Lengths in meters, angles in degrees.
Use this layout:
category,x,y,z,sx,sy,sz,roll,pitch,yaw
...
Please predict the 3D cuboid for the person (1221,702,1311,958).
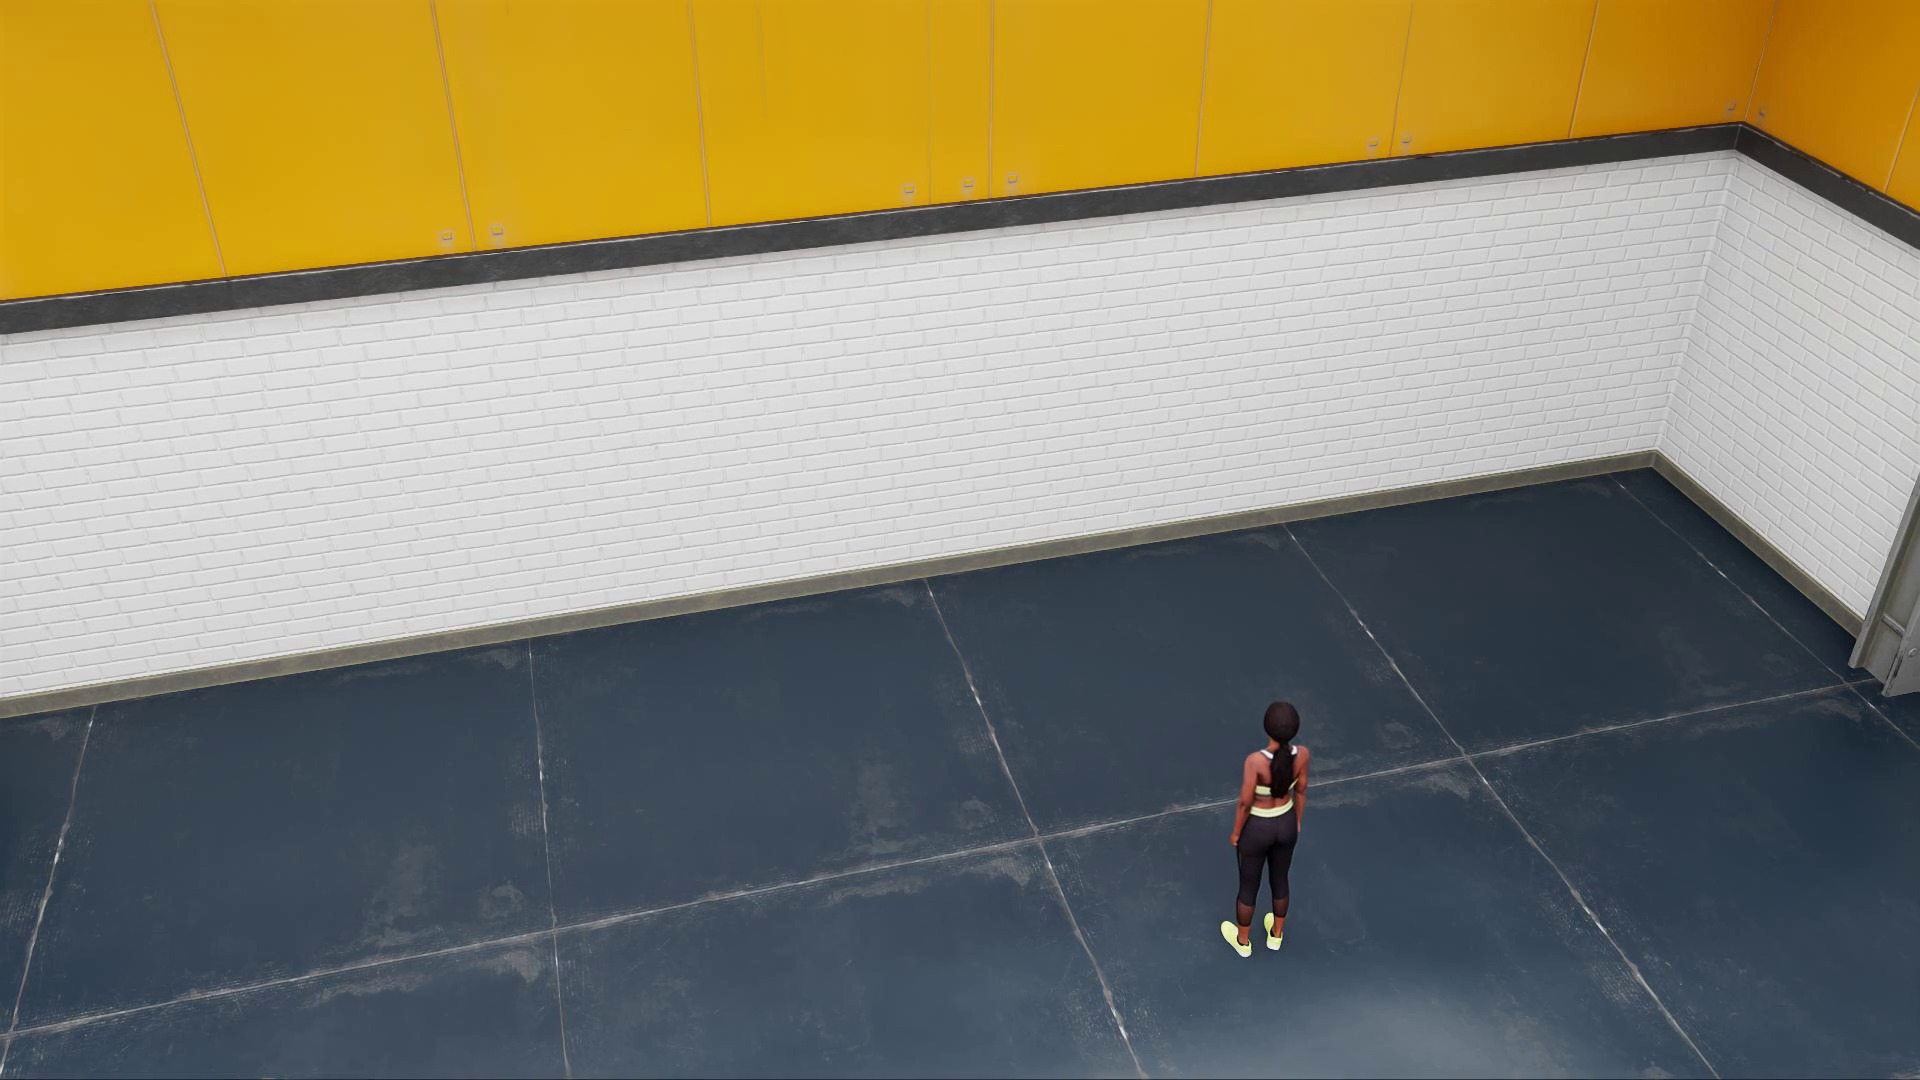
category,x,y,z,sx,sy,sz,roll,pitch,yaw
person,1.721,1.623,9.286,0.563,1.754,0.492,-8,34,-12
